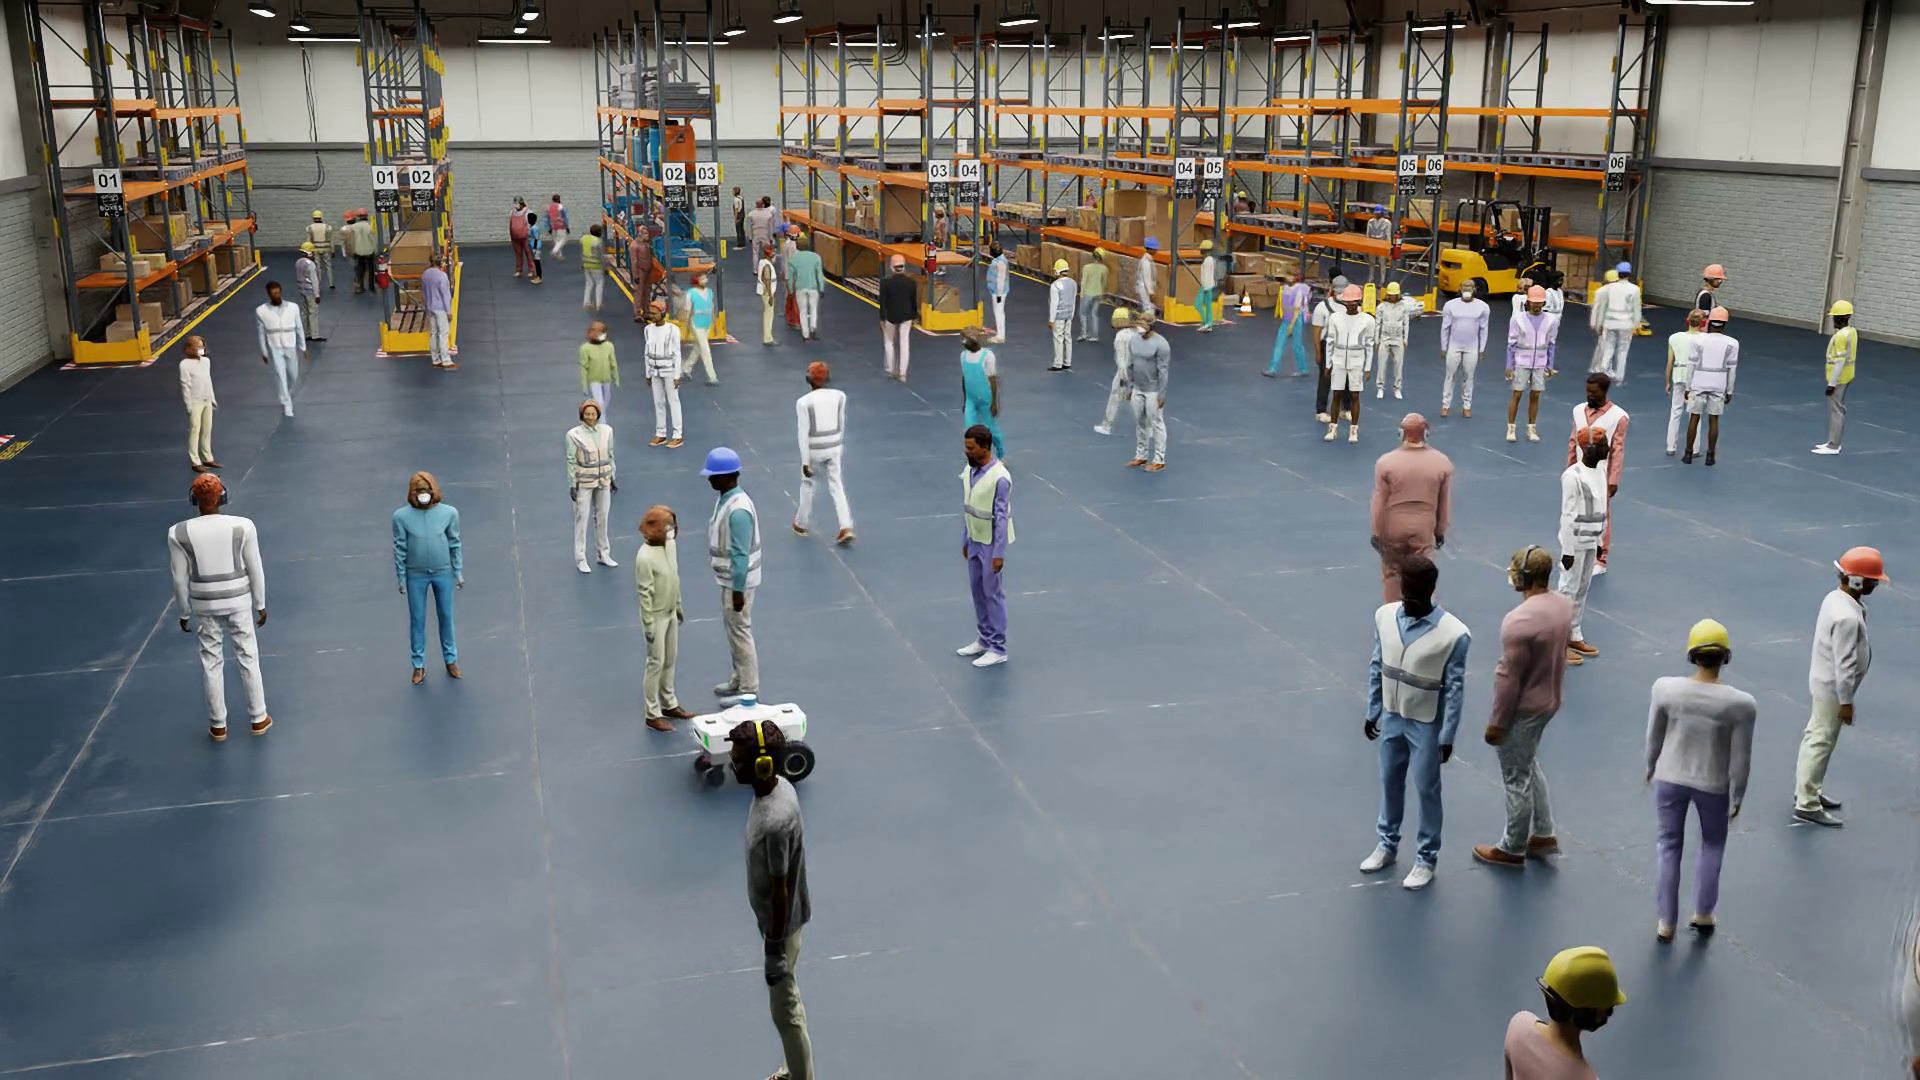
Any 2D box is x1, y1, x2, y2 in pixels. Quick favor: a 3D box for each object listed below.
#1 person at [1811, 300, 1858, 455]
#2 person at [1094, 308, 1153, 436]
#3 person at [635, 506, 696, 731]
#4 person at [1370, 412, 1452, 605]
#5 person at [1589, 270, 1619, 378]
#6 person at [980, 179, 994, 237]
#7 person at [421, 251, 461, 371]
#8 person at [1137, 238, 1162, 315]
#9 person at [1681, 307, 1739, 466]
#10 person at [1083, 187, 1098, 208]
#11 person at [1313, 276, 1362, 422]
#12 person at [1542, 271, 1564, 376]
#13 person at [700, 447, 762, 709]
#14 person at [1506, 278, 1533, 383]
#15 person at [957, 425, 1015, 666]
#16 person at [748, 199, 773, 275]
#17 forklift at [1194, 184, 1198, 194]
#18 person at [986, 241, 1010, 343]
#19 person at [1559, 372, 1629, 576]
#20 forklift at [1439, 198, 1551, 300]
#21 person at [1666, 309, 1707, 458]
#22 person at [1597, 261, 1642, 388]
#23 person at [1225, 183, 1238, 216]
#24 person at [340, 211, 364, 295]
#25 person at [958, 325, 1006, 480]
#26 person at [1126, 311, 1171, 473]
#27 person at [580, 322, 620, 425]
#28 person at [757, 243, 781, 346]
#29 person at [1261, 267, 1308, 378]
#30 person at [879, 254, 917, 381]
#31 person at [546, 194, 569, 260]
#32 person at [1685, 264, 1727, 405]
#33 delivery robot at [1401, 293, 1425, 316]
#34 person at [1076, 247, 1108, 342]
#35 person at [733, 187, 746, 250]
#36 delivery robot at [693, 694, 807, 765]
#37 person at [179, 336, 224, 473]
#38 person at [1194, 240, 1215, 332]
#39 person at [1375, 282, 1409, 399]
[{"bbox_3d":[10.949,-2.023,20.774,0.384,1.924,0.589,11,19,37],"label":"person"},{"bbox_3d":[2.226,-2.194,21.870,0.910,1.691,0.525,10,18,32],"label":"person"},{"bbox_3d":[-2.094,0.543,11.693,0.296,1.622,0.511,4,16,16],"label":"person"},{"bbox_3d":[3.672,-0.095,13.595,0.643,1.890,0.575,-1,15,-2],"label":"person"},{"bbox_3d":[10.326,-3.453,26.559,0.546,1.702,0.711,-6,16,-22],"label":"person"},{"bbox_3d":[0.895,-10.673,53.297,0.551,1.935,0.371,-1,15,-4],"label":"person"},{"bbox_3d":[-8.530,-3.749,27.239,0.627,1.940,0.371,11,19,37],"label":"person"},{"bbox_3d":[3.430,-4.519,30.202,0.452,1.930,0.644,3,15,12],"label":"person"},{"bbox_3d":[9.093,-1.863,20.185,0.548,1.924,0.396,5,16,19],"label":"person"},{"bbox_3d":[3.660,-9.108,47.468,0.643,1.908,0.399,11,18,35],"label":"person"},{"bbox_3d":[5.197,-2.635,22.852,0.692,2.000,0.540,-2,15,-6],"label":"person"},{"bbox_3d":[9.480,-3.477,26.697,0.536,1.692,0.319,-14,20,-42],"label":"person"},{"bbox_3d":[-1.656,0.270,12.129,0.419,1.937,0.616,-4,15,-16],"label":"person"},{"bbox_3d":[8.781,-3.281,26.051,0.308,1.641,0.514,-4,15,-13],"label":"person"},{"bbox_3d":[0.200,0.028,13.096,0.408,1.908,0.597,-8,17,-28],"label":"person"},{"bbox_3d":[-5.022,-7.626,41.912,0.640,1.899,0.400,-2,15,-6],"label":"person"},{"bbox_3d":[7.392,-11.333,53.972,1.873,2.768,1.129,-4,15,-15],"label":"forklift"},{"bbox_3d":[0.688,-4.527,30.377,0.431,1.836,0.635,0,15,-1],"label":"person"},{"bbox_3d":[5.932,-0.627,15.559,0.409,1.908,0.597,-8,17,-28],"label":"person"},{"bbox_3d":[11.913,-6.508,37.130,2.313,2.155,1.214,-4,15,-15],"label":"forklift"},{"bbox_3d":[9.018,-1.931,20.575,0.565,1.846,0.390,9,17,30],"label":"person"},{"bbox_3d":[10.193,-3.322,25.657,0.640,1.921,0.455,14,20,43],"label":"person"},{"bbox_3d":[8.299,-9.917,50.586,0.316,1.867,0.531,-11,18,-36],"label":"person"},{"bbox_3d":[-13.829,-6.587,38.071,0.567,1.882,1.037,-2,15,-8],"label":"person"},{"bbox_3d":[0.267,-1.656,19.660,0.547,1.795,0.901,11,18,35],"label":"person"},{"bbox_3d":[2.239,-1.770,19.829,0.380,1.931,0.625,-11,18,-35],"label":"person"},{"bbox_3d":[-4.657,-2.030,21.442,0.511,1.598,0.808,-14,20,-42],"label":"person"},{"bbox_3d":[-3.452,-4.418,29.967,0.421,1.833,0.563,-3,15,-10],"label":"person"},{"bbox_3d":[5.176,-3.426,26.322,0.918,1.779,0.653,-6,16,-20],"label":"person"},{"bbox_3d":[-1.009,-3.536,26.374,0.659,1.964,0.834,-5,16,-17],"label":"person"},{"bbox_3d":[-11.031,-8.550,45.526,0.638,1.824,0.594,8,17,27],"label":"person"},{"bbox_3d":[10.843,-2.989,24.197,0.409,2.035,0.613,6,16,23],"label":"person"},{"bbox_3d":[8.921,-4.685,33.235,0.477,0.478,0.707,-11,18,-36],"label":"delivery robot"},{"bbox_3d":[2.387,-4.467,30.338,0.590,1.732,0.404,-8,17,-26],"label":"person"},{"bbox_3d":[-6.501,-9.452,48.902,0.343,1.839,0.506,4,15,15],"label":"person"},{"bbox_3d":[-1.379,1.251,10.897,0.707,0.478,0.477,-6,16,-21],"label":"delivery robot"},{"bbox_3d":[-9.060,-1.625,19.833,0.270,1.631,0.507,4,15,13],"label":"person"},{"bbox_3d":[4.630,-4.820,31.609,0.448,1.751,0.547,4,15,16],"label":"person"},{"bbox_3d":[6.393,-2.957,24.661,0.490,1.731,0.324,2,15,7],"label":"person"}]
